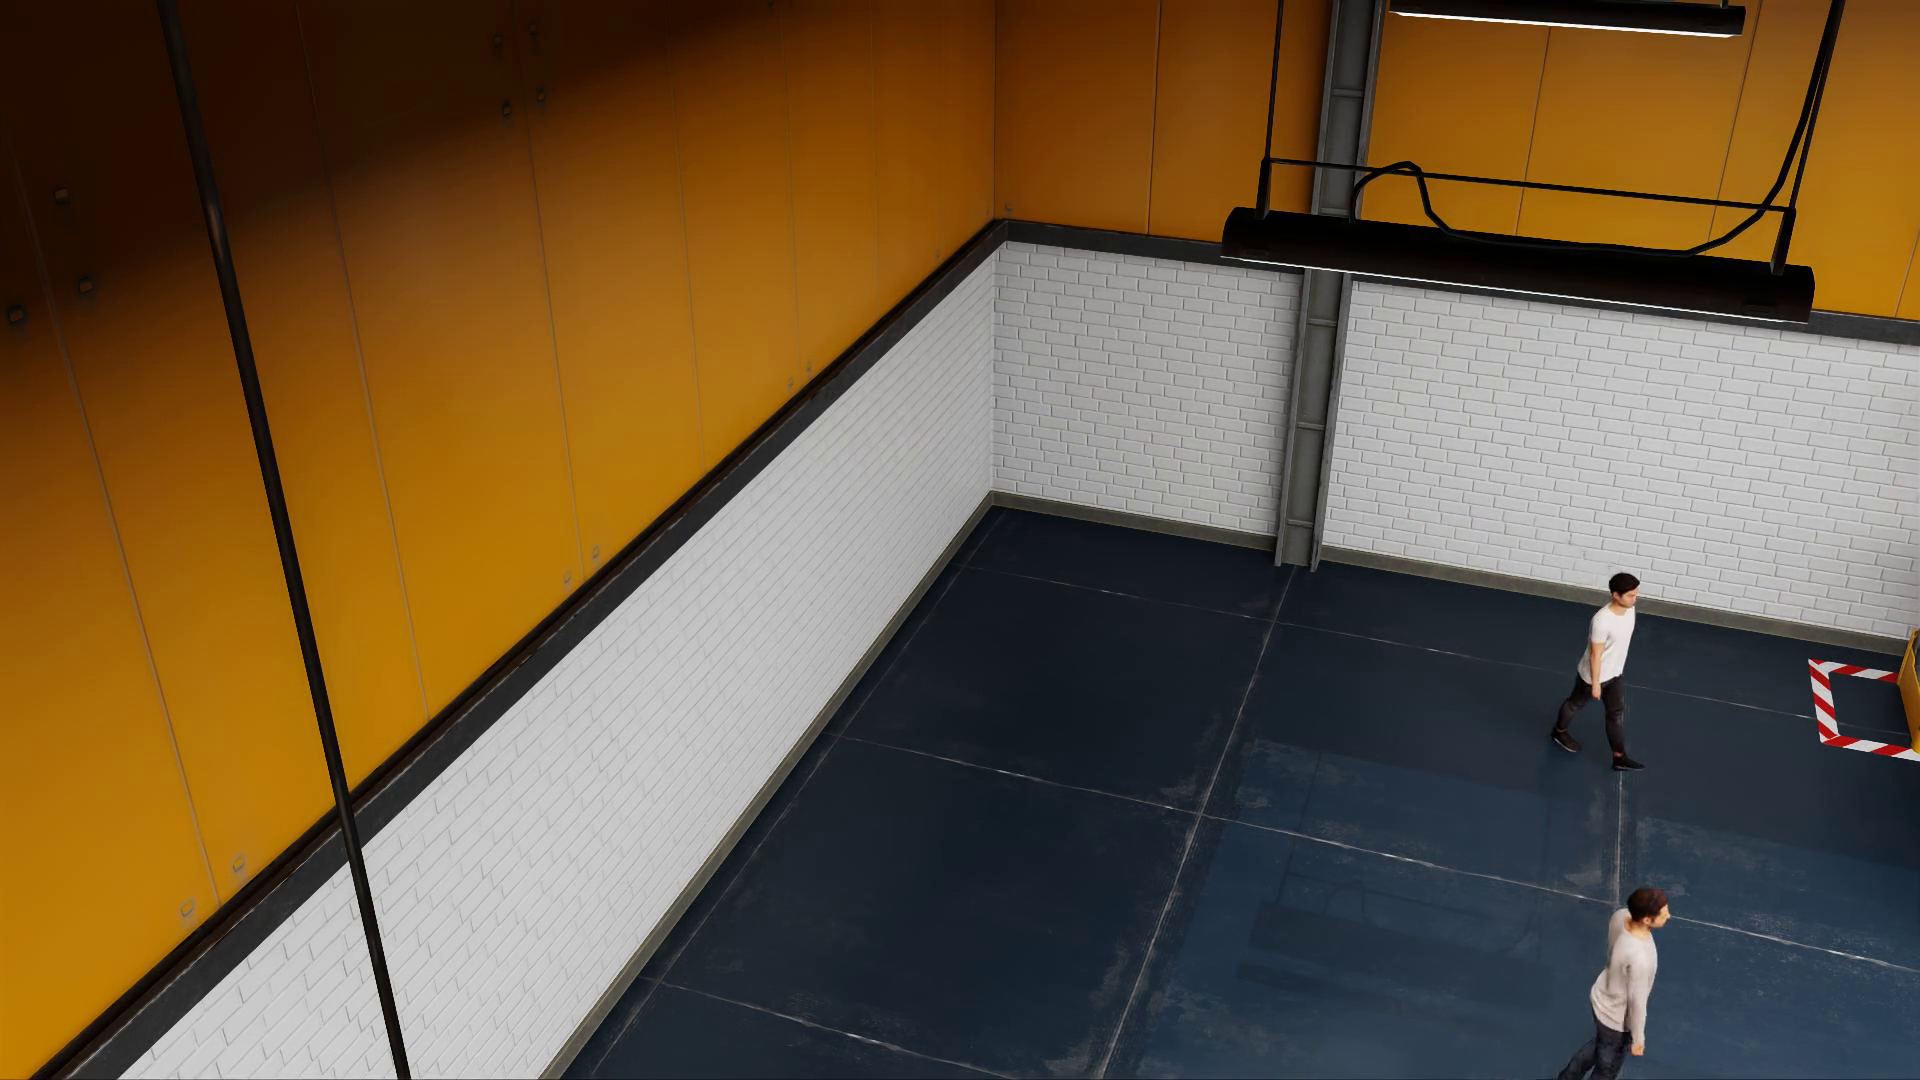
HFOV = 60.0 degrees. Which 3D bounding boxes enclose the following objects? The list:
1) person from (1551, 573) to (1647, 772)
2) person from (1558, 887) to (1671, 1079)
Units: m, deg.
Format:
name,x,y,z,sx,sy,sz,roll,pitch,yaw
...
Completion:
name,x,y,z,sx,sy,sz,roll,pitch,yaw
person,4.933,0.966,12.971,1.025,1.686,1.152,-18,33,-30
person,3.713,2.706,9.603,0.821,1.857,0.771,3,29,5
